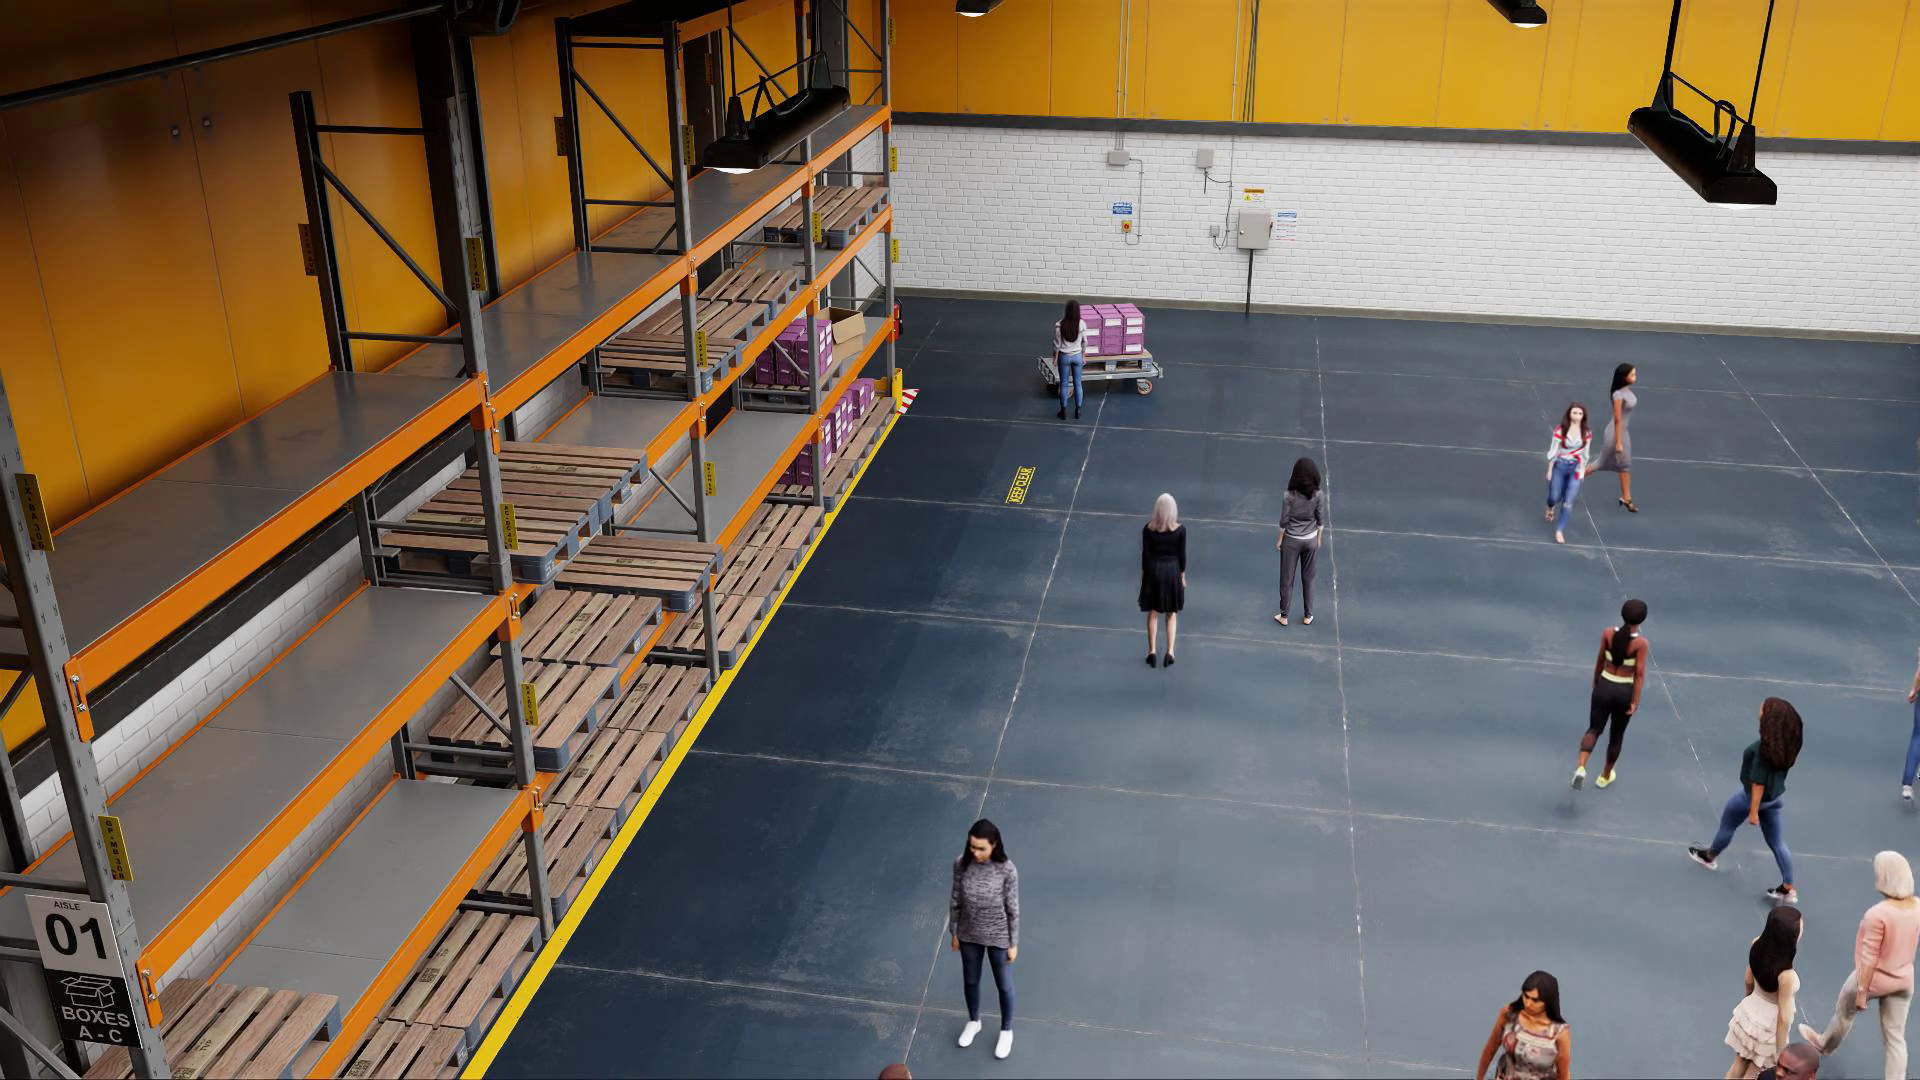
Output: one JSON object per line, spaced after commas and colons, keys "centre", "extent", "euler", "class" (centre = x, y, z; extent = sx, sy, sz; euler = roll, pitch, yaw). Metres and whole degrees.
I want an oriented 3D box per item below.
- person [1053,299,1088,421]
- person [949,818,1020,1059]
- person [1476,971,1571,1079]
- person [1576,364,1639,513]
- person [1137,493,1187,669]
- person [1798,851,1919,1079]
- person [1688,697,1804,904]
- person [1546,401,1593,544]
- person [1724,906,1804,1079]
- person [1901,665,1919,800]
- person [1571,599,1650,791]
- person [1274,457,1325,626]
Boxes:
{"centre": [1.482, -2.425, 22.277], "extent": [0.670, 1.634, 0.634], "euler": [-4, 24, -10], "class": "person"}
{"centre": [0.175, 2.543, 10.791], "extent": [0.644, 1.732, 0.580], "euler": [7, 25, 17], "class": "person"}
{"centre": [3.300, 3.132, 9.586], "extent": [0.974, 1.618, 1.097], "euler": [21, 31, 40], "class": "person"}
{"centre": [7.494, -1.177, 19.290], "extent": [0.971, 1.742, 1.129], "euler": [15, 28, 31], "class": "person"}
{"centre": [1.913, 0.380, 15.721], "extent": [0.615, 1.746, 0.582], "euler": [2, 24, 5], "class": "person"}
{"centre": [5.762, 2.782, 10.315], "extent": [0.932, 1.675, 1.143], "euler": [-6, 24, -12], "class": "person"}
{"centre": [6.018, 1.957, 12.329], "extent": [1.063, 1.574, 1.161], "euler": [-14, 27, -28], "class": "person"}
{"centre": [6.774, -0.796, 18.595], "extent": [0.592, 1.600, 0.849], "euler": [4, 24, 9], "class": "person"}
{"centre": [4.767, 2.920, 9.923], "extent": [0.686, 1.736, 0.545], "euler": [-2, 24, -4], "class": "person"}
{"centre": [7.961, 1.339, 13.577], "extent": [0.938, 1.706, 1.180], "euler": [17, 29, 34], "class": "person"}
{"centre": [5.311, 1.314, 13.597], "extent": [0.828, 1.736, 0.996], "euler": [18, 29, 35], "class": "person"}
{"centre": [3.378, 0.018, 16.527], "extent": [0.630, 1.765, 0.570], "euler": [0, 24, 0], "class": "person"}
